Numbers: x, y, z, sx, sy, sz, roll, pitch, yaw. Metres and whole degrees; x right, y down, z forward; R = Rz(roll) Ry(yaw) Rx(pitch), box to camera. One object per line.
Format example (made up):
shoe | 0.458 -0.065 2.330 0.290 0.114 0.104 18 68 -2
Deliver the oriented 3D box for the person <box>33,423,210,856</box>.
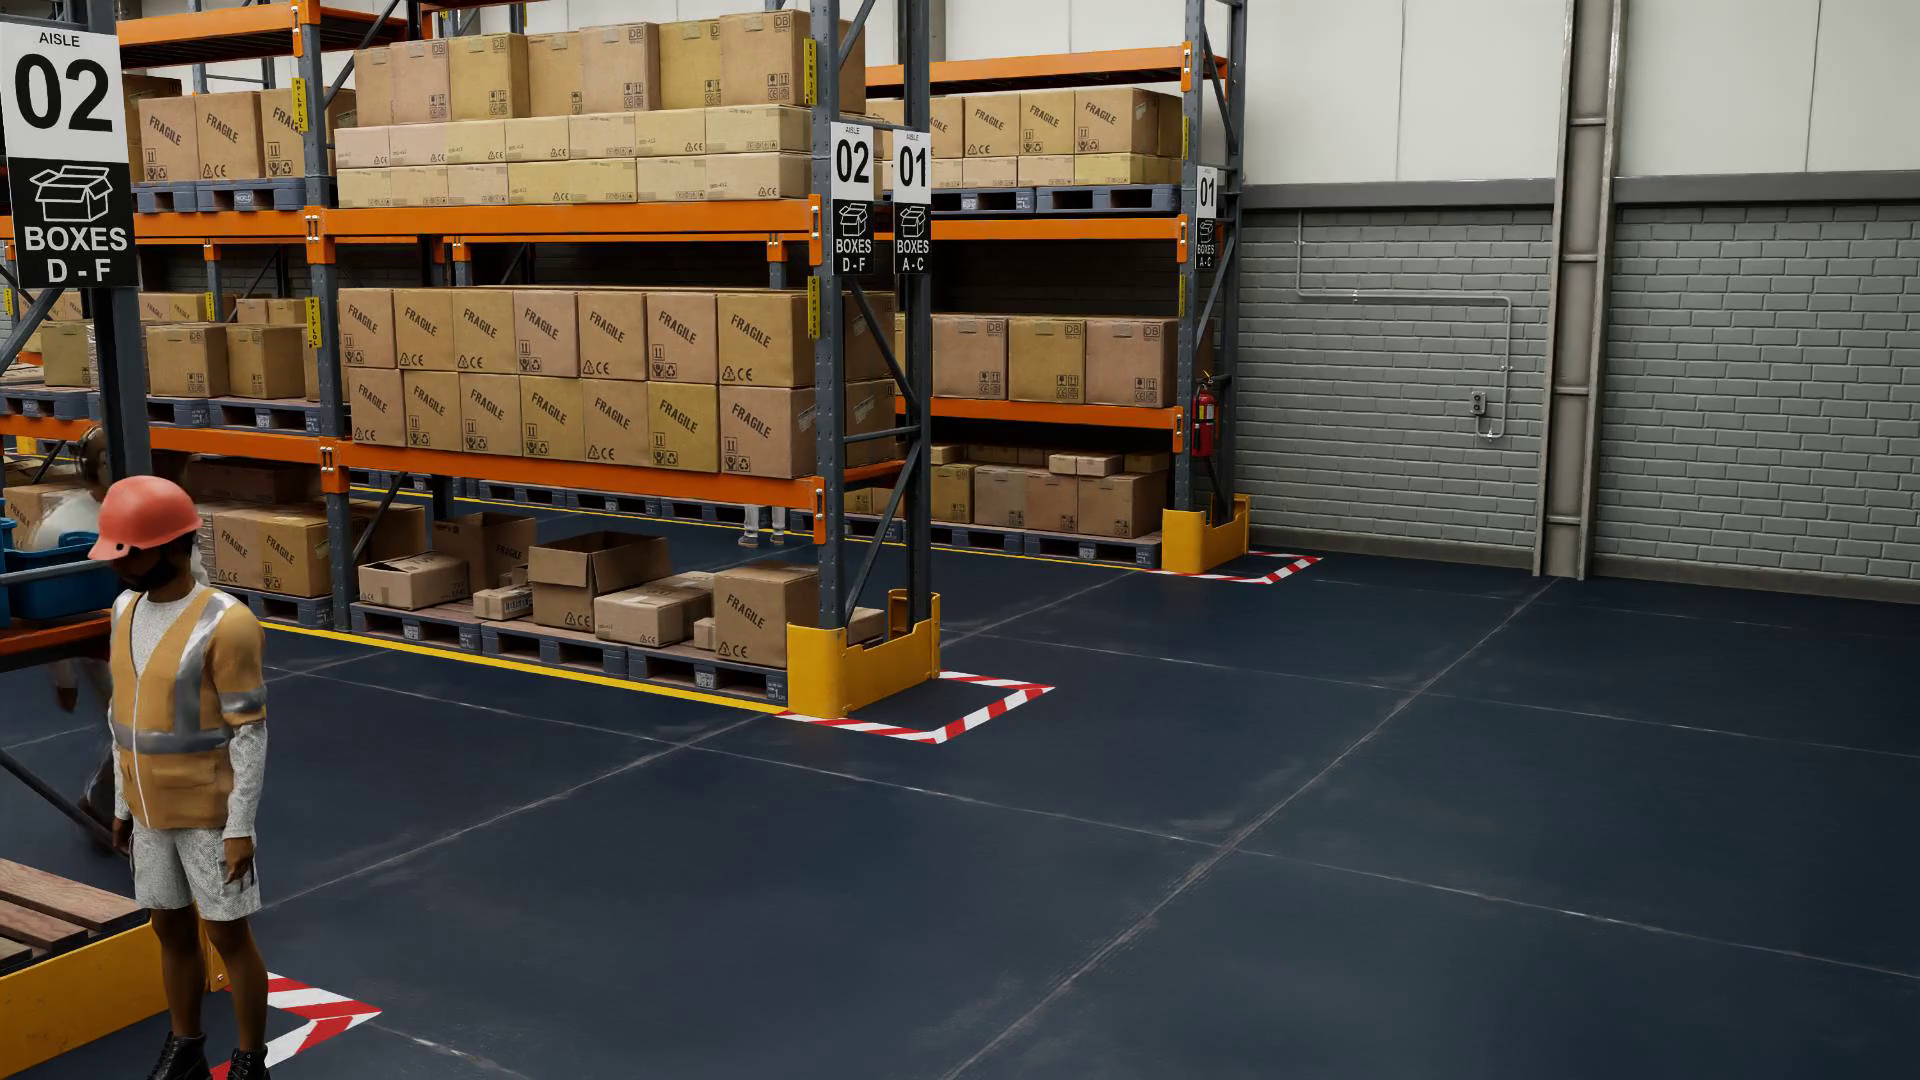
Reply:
person | -3.394 0.455 6.728 0.987 1.902 0.626 6 11 30

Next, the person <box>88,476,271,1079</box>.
person | -2.243 0.767 4.779 0.542 1.928 0.374 4 11 23

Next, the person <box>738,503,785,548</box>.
person | -1.749 -0.869 14.495 0.572 1.882 0.356 -5 11 -25
